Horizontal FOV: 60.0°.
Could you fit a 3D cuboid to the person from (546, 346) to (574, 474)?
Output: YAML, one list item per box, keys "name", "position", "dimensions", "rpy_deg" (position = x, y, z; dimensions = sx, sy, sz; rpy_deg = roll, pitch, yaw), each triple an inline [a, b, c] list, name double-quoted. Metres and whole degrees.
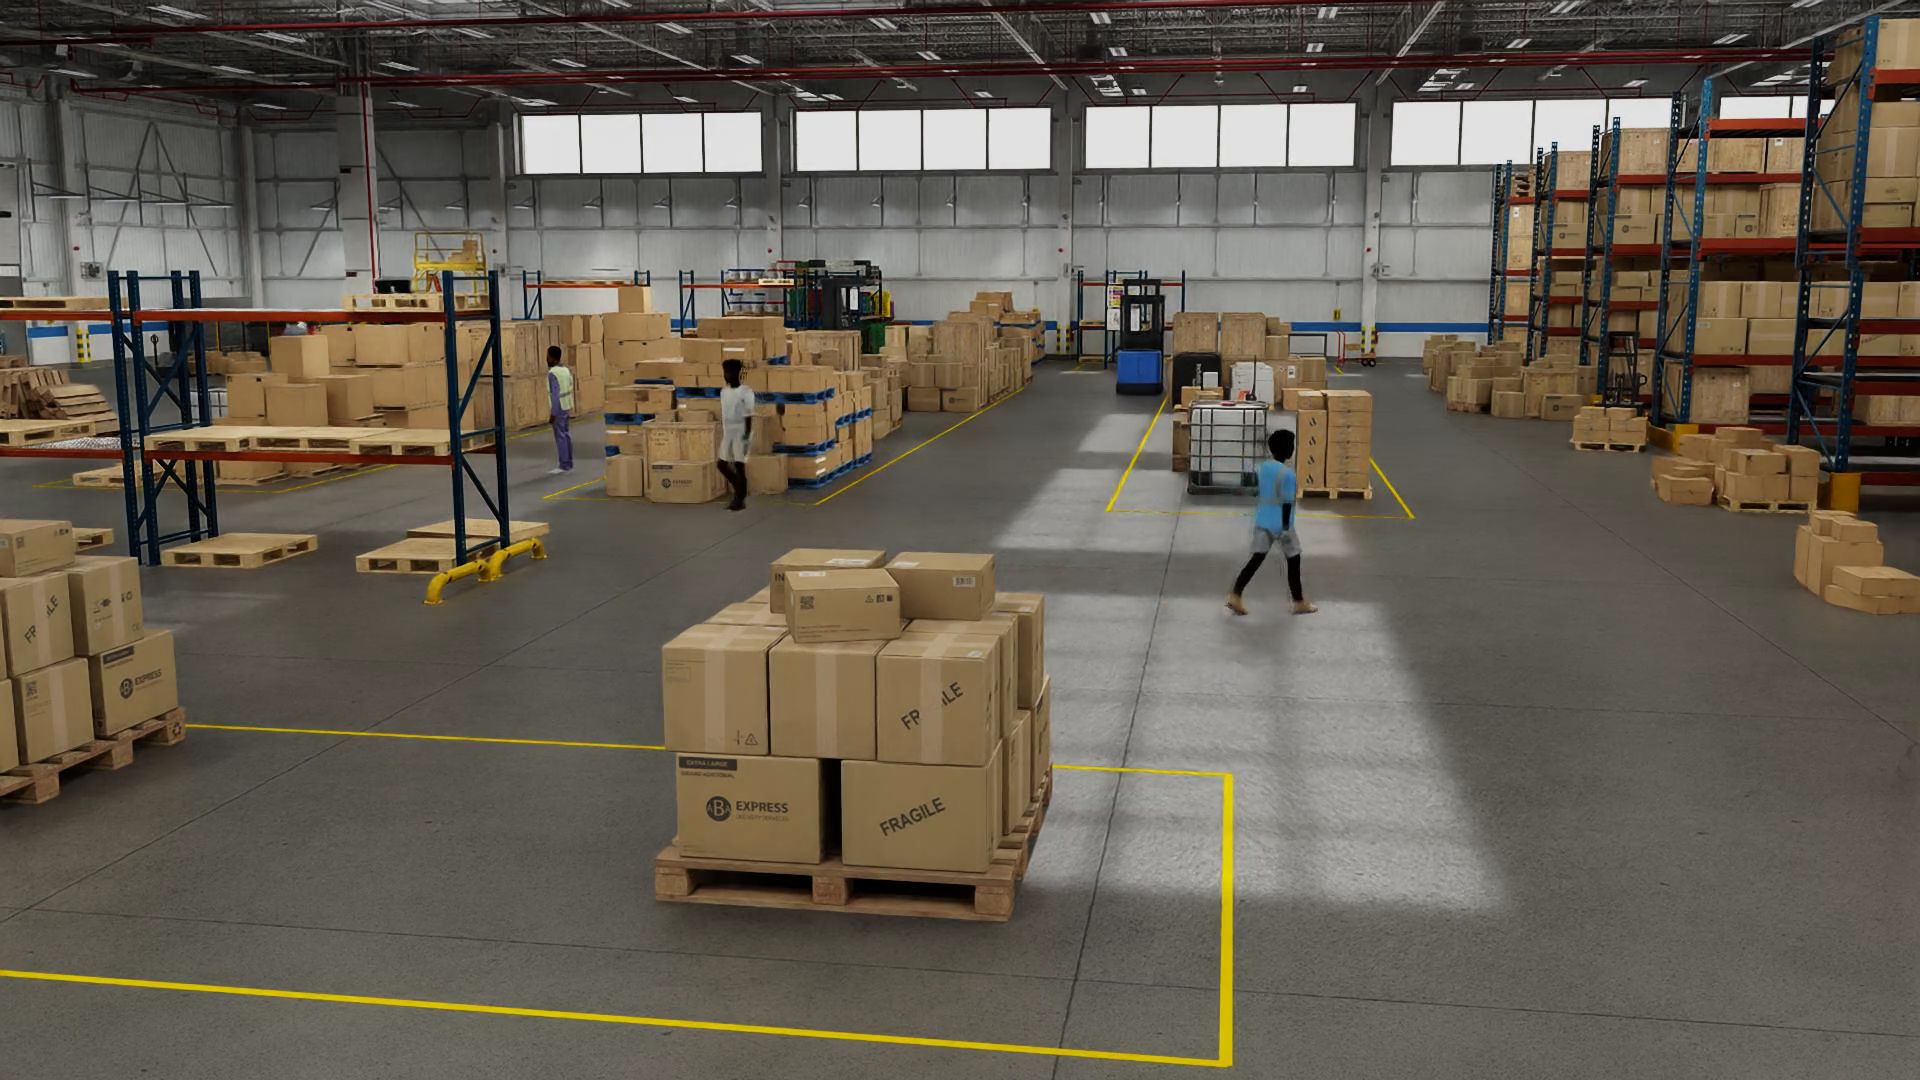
- name: "person"
  position: [-5.965, -1.934, 24.799]
  dimensions: [0.383, 1.918, 0.591]
  rpy_deg: [1, 9, 5]

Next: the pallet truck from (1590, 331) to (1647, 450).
- name: "pallet truck"
  position: [11.253, -2.573, 28.499]
  dimensions: [0.823, 1.965, 1.885]
  rpy_deg: [5, 10, 27]

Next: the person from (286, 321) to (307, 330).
- name: "person"
  position: [-19.300, -5.725, 48.333]
  dimensions: [0.606, 1.861, 0.609]
  rpy_deg: [-6, 11, -32]

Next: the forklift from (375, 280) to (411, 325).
- name: "forklift"
  position: [-12.103, -4.173, 35.650]
  dimensions: [1.873, 2.768, 1.129]
  rpy_deg: [1, 9, 9]

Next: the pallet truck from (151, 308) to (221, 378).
- name: "pallet truck"
  position: [-21.869, -5.598, 47.154]
  dimensions: [0.823, 1.965, 1.885]
  rpy_deg: [4, 10, 26]

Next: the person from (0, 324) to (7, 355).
- name: "person"
  position: [-26.231, -5.135, 45.406]
  dimensions: [0.527, 1.622, 0.475]
  rpy_deg: [1, 9, 5]

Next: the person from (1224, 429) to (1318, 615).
- name: "person"
  position: [2.738, -0.150, 14.576]
  dimensions: [0.844, 1.662, 0.527]
  rpy_deg: [-4, 10, -25]

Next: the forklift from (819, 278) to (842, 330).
- name: "forklift"
  position: [-3.270, -5.243, 42.251]
  dimensions: [1.873, 2.768, 1.129]
  rpy_deg: [1, 9, 9]

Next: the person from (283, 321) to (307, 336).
- name: "person"
  position: [-16.967, -4.778, 42.439]
  dimensions: [0.638, 1.899, 1.002]
  rpy_deg: [1, 9, 9]

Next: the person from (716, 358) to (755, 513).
- name: "person"
  position: [-2.824, -1.311, 20.870]
  dimensions: [0.606, 1.952, 0.410]
  rpy_deg: [8, 12, 40]

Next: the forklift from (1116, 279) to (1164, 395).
- name: "forklift"
  position: [4.433, -4.998, 40.740]
  dimensions: [1.129, 2.768, 1.873]
  rpy_deg: [1, 9, 9]
